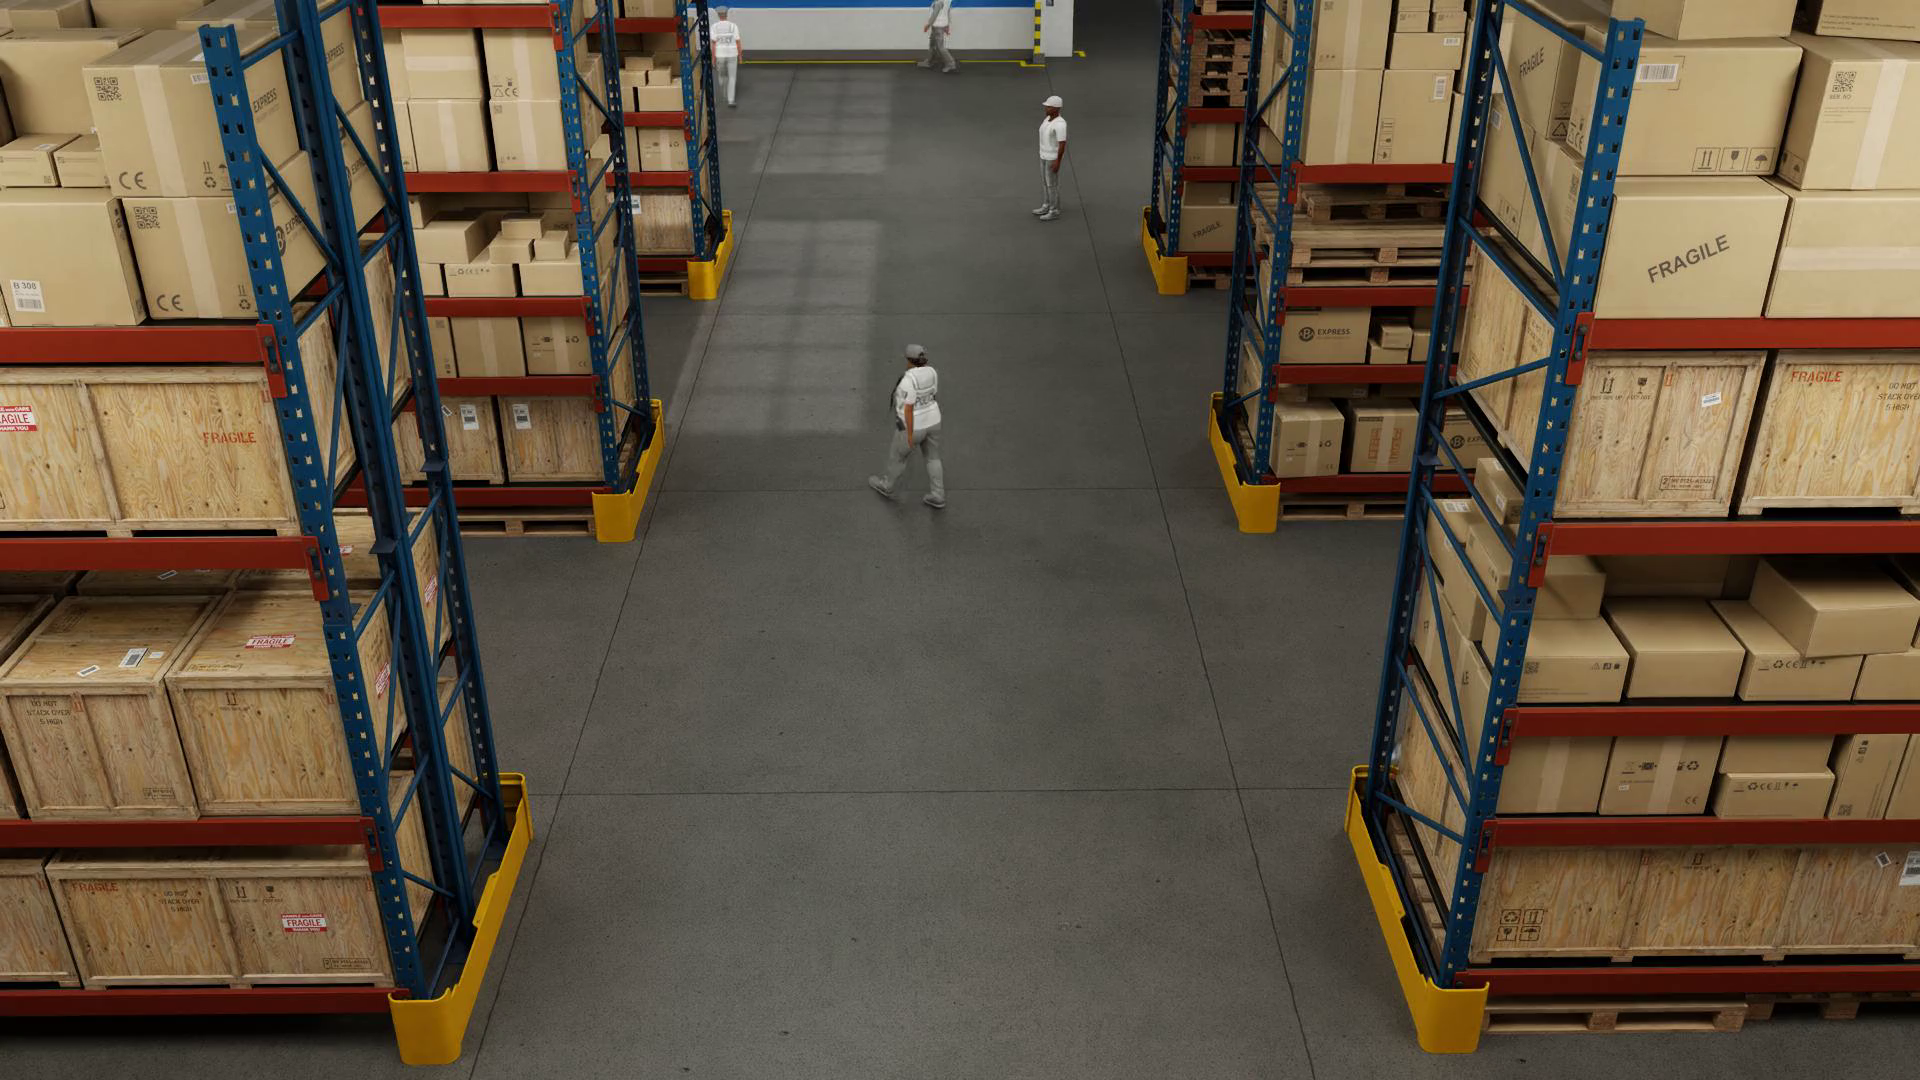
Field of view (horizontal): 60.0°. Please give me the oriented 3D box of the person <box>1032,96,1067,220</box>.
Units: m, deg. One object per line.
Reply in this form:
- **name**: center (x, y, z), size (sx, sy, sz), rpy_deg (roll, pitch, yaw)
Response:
- **person**: center (1.311, -5.596, 24.315), size (0.399, 1.770, 0.565), rpy_deg (-8, 29, -15)

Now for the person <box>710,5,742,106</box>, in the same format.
- **person**: center (-4.265, -8.862, 30.409), size (0.540, 1.749, 0.910), rpy_deg (1, 28, 2)

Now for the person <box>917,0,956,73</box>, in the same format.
- **person**: center (-0.475, -10.161, 32.815), size (0.906, 1.741, 0.540), rpy_deg (9, 30, 17)

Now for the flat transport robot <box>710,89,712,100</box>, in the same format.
- **flat transport robot**: center (-5.186, -8.444, 31.257), size (0.659, 0.254, 1.431), rpy_deg (-14, 31, -24)

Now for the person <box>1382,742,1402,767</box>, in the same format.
- **person**: center (3.465, 0.831, 12.329), size (0.749, 1.775, 0.630), rpy_deg (-5, 29, -10)

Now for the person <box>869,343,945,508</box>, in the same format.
- **person**: center (-0.480, -1.144, 16.129), size (0.499, 1.641, 0.810), rpy_deg (-24, 36, -37)
